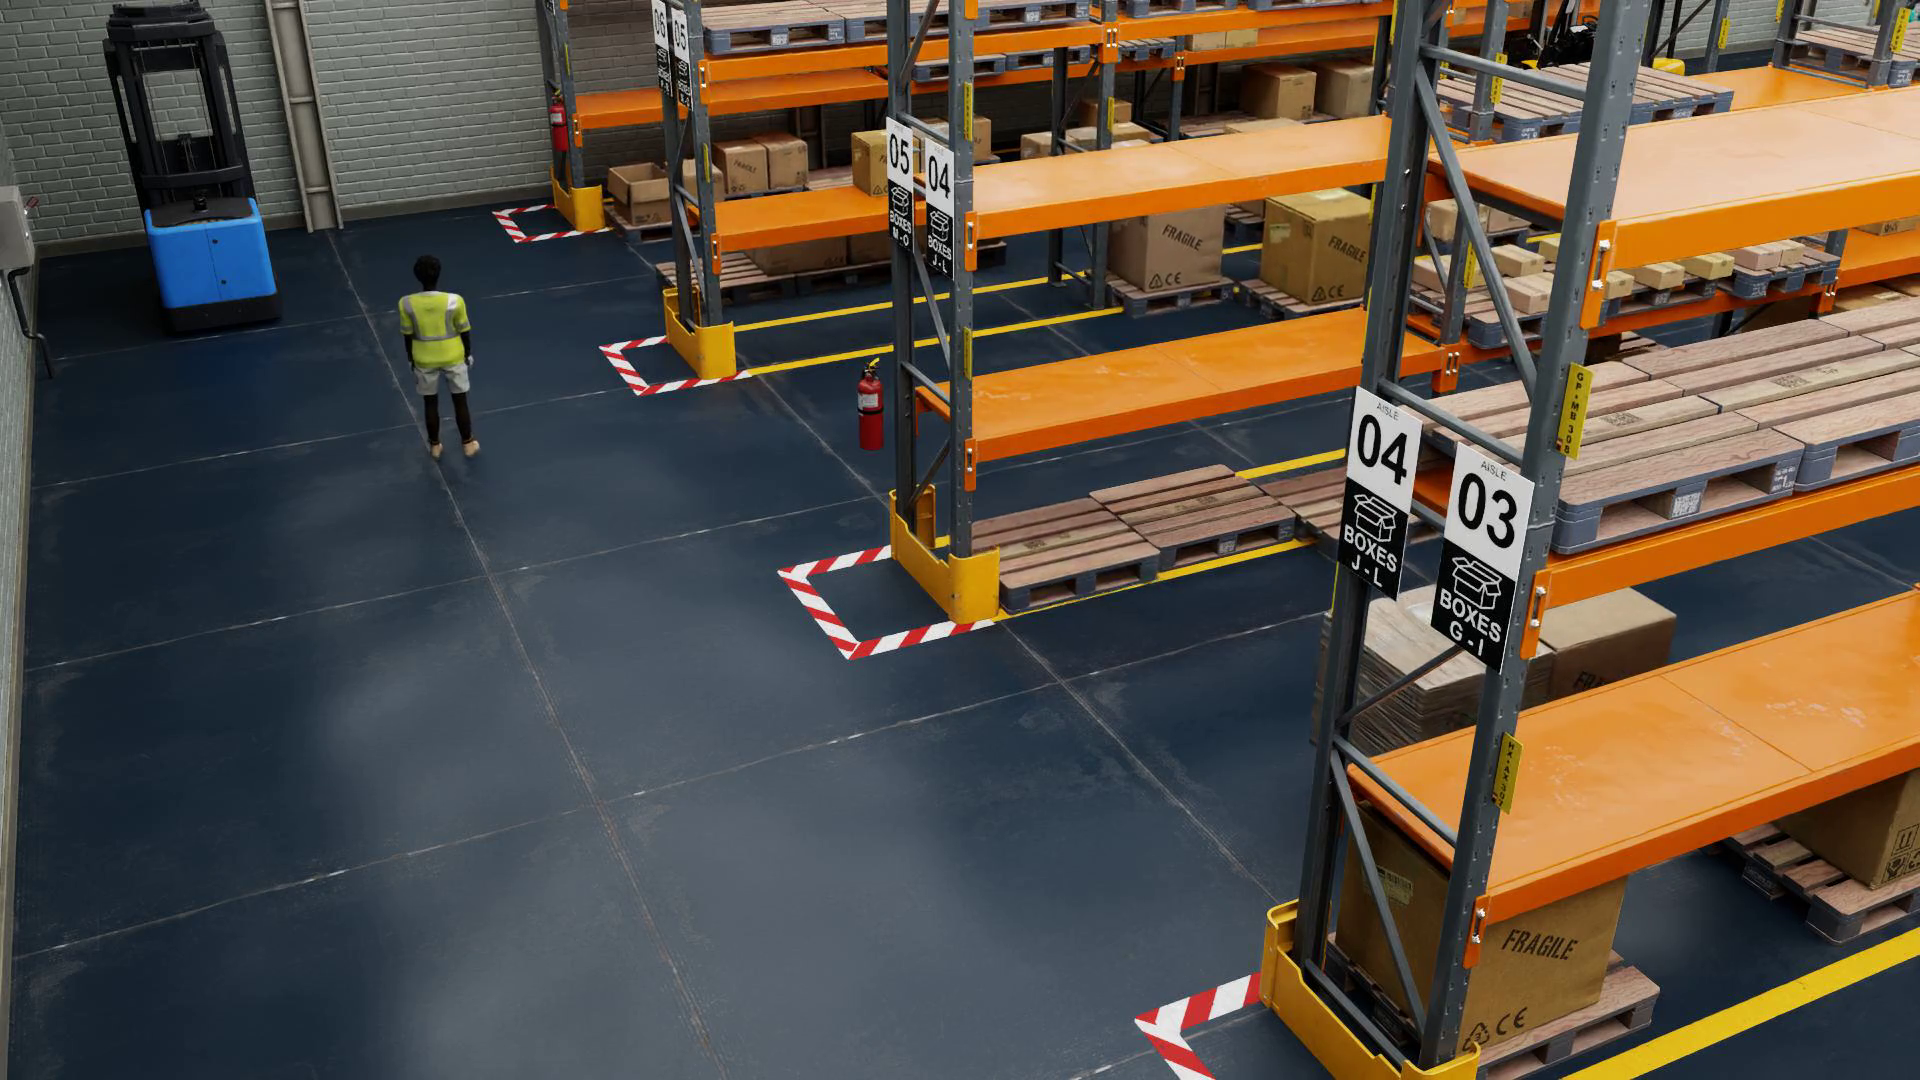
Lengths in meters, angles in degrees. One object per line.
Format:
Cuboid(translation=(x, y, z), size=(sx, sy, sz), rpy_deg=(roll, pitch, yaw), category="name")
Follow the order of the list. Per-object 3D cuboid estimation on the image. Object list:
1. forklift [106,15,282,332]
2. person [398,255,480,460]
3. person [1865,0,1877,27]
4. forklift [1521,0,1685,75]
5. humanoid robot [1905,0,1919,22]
Cuboid(translation=(-7.548, -3.672, 16.323), size=(1.129, 2.768, 1.873), rpy_deg=(-12, 30, -22), category="forklift")
Cuboid(translation=(-4.169, -1.453, 13.337), size=(0.535, 1.688, 0.318), rpy_deg=(-5, 28, -9), category="person")
Cuboid(translation=(15.229, -8.856, 27.293), size=(0.680, 1.918, 0.424), rpy_deg=(2, 28, 4), category="person")
Cuboid(translation=(8.950, -6.807, 23.056), size=(1.214, 2.155, 2.313), rpy_deg=(-12, 30, -22), category="forklift")
Cuboid(translation=(15.438, -8.423, 26.762), size=(0.743, 1.891, 0.545), rpy_deg=(-18, 32, -30), category="humanoid robot")
